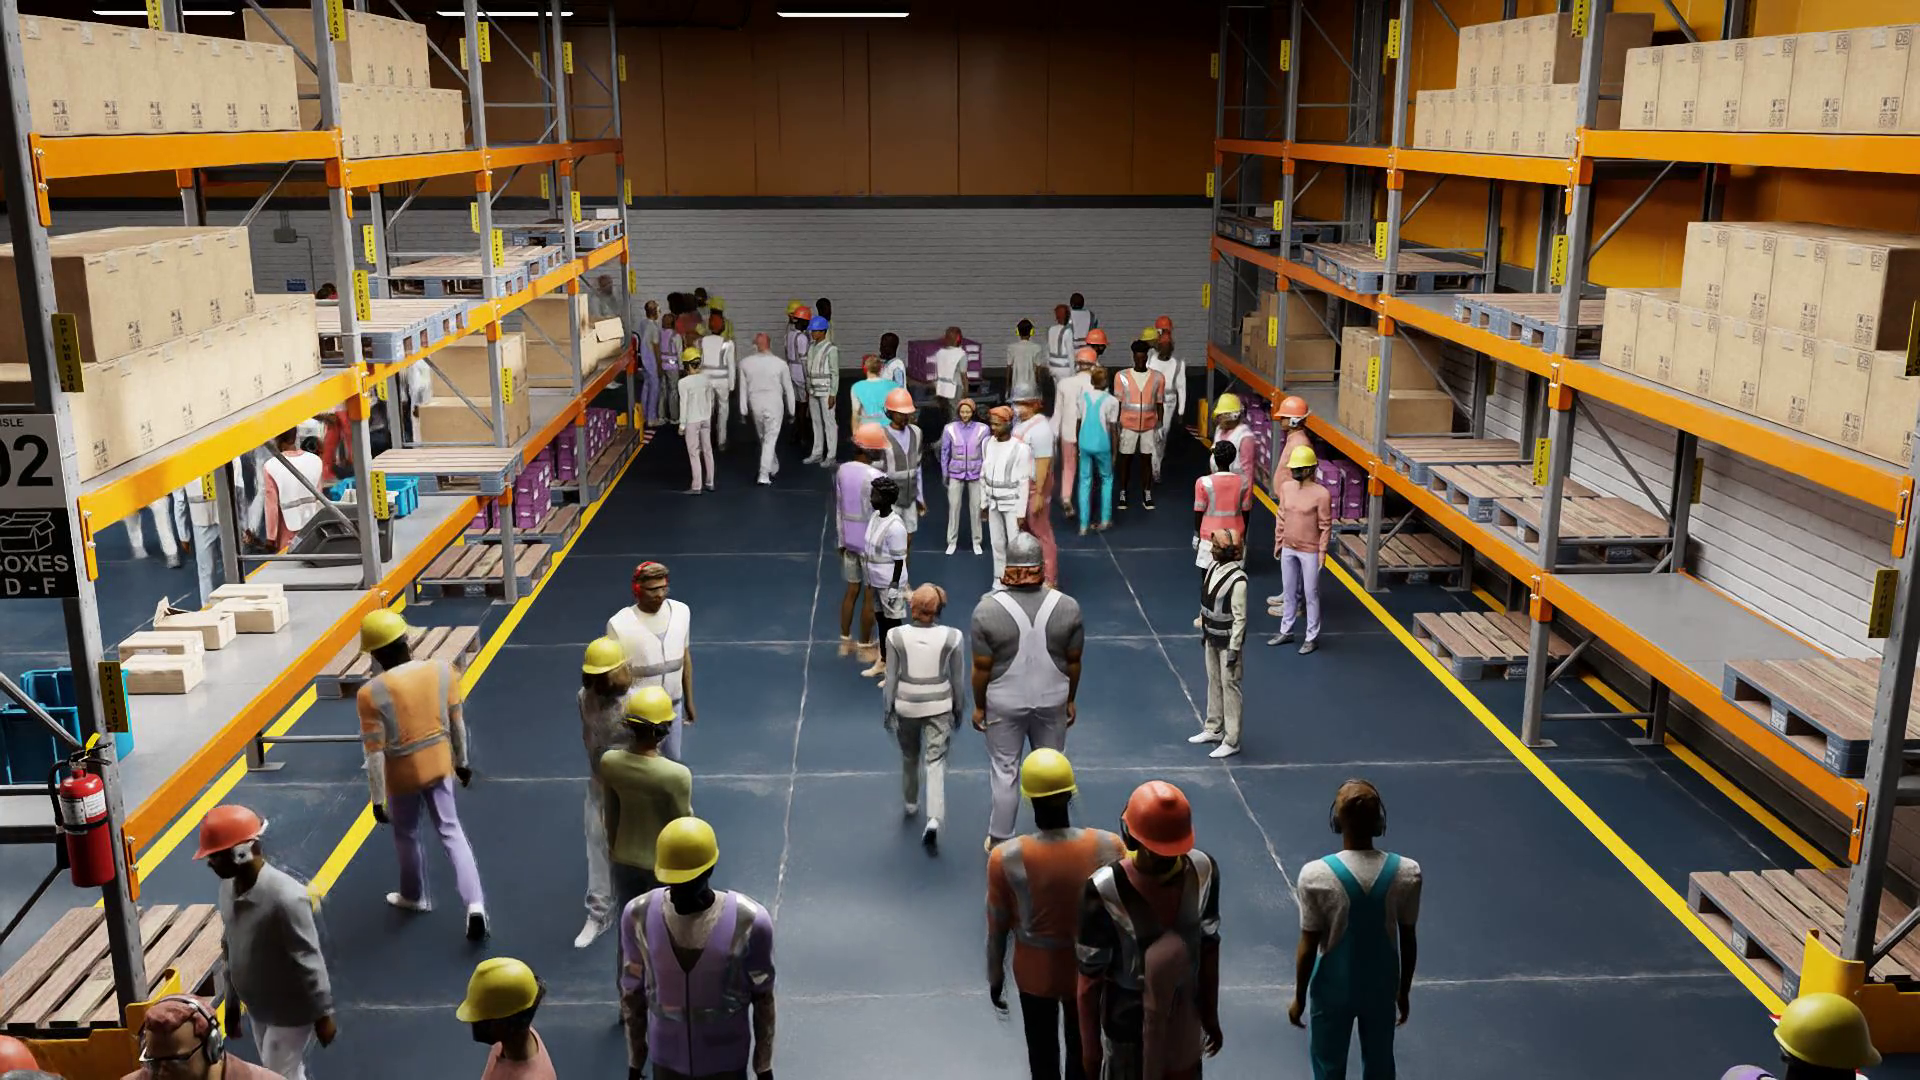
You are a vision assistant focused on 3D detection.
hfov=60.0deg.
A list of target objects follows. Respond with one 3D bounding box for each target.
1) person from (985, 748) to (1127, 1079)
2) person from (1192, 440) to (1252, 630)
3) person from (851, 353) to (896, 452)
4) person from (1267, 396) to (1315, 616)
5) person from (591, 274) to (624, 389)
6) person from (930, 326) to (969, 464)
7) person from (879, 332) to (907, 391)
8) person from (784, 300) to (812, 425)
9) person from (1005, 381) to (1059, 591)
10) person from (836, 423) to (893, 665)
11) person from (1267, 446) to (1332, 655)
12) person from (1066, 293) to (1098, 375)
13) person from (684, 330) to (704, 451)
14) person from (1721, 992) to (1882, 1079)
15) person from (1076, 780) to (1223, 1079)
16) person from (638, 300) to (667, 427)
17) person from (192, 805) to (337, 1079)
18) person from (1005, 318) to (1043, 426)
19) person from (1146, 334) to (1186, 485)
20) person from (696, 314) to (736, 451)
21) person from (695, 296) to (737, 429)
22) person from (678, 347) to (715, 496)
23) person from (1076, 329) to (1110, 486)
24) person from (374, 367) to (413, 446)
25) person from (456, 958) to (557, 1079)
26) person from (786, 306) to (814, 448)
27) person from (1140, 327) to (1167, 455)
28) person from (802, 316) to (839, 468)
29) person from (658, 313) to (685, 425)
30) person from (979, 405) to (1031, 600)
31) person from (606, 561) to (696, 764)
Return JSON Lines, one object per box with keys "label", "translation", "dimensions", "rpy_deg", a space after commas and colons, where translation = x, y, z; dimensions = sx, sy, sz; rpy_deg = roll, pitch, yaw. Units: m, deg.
{"label": "person", "translation": [0.398, 1.777, 7.013], "dimensions": [0.607, 1.899, 0.623], "rpy_deg": [-2, 14, -6]}
{"label": "person", "translation": [2.290, -0.035, 14.557], "dimensions": [0.536, 1.693, 0.319], "rpy_deg": [-3, 15, -12]}
{"label": "person", "translation": [-0.929, -1.188, 18.838], "dimensions": [0.578, 1.823, 0.727], "rpy_deg": [-9, 17, -31]}
{"label": "person", "translation": [2.987, -0.307, 15.013], "dimensions": [0.386, 1.992, 0.625], "rpy_deg": [3, 15, 10]}
{"label": "person", "translation": [-5.831, -3.461, 27.594], "dimensions": [0.401, 1.906, 0.653], "rpy_deg": [3, 15, 13]}
{"label": "person", "translation": [-0.127, -1.836, 21.385], "dimensions": [0.652, 1.805, 0.618], "rpy_deg": [-11, 18, -37]}
{"label": "person", "translation": [-0.810, -1.538, 20.001], "dimensions": [0.392, 1.918, 0.591], "rpy_deg": [-4, 15, -17]}
{"label": "person", "translation": [-2.368, -2.602, 24.354], "dimensions": [0.404, 1.826, 0.600], "rpy_deg": [-13, 19, -42]}
{"label": "person", "translation": [0.660, -0.516, 15.744], "dimensions": [0.607, 2.000, 0.710], "rpy_deg": [-5, 15, -17]}
{"label": "person", "translation": [-0.805, 0.032, 13.672], "dimensions": [0.384, 2.020, 0.711], "rpy_deg": [-13, 19, -41]}
{"label": "person", "translation": [2.851, 0.080, 13.953], "dimensions": [0.319, 1.767, 0.534], "rpy_deg": [-12, 19, -40]}
{"label": "person", "translation": [1.762, -2.812, 25.153], "dimensions": [0.630, 1.842, 0.429], "rpy_deg": [-5, 15, -17]}
{"label": "person", "translation": [-3.557, -2.014, 22.438], "dimensions": [0.267, 1.632, 0.507], "rpy_deg": [-4, 15, -17]}
{"label": "person", "translation": [2.500, 2.259, 5.076], "dimensions": [0.385, 1.925, 0.592], "rpy_deg": [-2, 14, -9]}
{"label": "person", "translation": [0.746, 1.867, 6.426], "dimensions": [0.617, 2.028, 0.409], "rpy_deg": [-6, 16, -24]}
{"label": "person", "translation": [-4.497, -2.563, 24.197], "dimensions": [0.348, 1.834, 0.556], "rpy_deg": [-11, 18, -37]}
{"label": "person", "translation": [-2.835, 1.908, 6.853], "dimensions": [0.583, 1.721, 0.407], "rpy_deg": [10, 18, 35]}
{"label": "person", "translation": [0.839, -1.970, 21.826], "dimensions": [0.507, 1.861, 0.327], "rpy_deg": [3, 15, 11]}
{"label": "person", "translation": [2.490, -1.649, 20.626], "dimensions": [0.589, 1.832, 1.026], "rpy_deg": [0, 14, -2]}
{"label": "person", "translation": [-3.296, -2.080, 22.240], "dimensions": [0.588, 1.865, 0.662], "rpy_deg": [4, 15, 17]}
{"label": "person", "translation": [-3.602, -2.603, 24.211], "dimensions": [0.655, 1.911, 0.761], "rpy_deg": [-10, 17, -34]}
{"label": "person", "translation": [-3.161, -1.407, 19.789], "dimensions": [0.331, 1.768, 0.526], "rpy_deg": [10, 17, 34]}
{"label": "person", "translation": [1.618, -1.611, 20.275], "dimensions": [0.381, 1.934, 0.546], "rpy_deg": [-3, 15, -12]}
{"label": "person", "translation": [-7.529, -2.162, 22.439], "dimensions": [0.877, 1.912, 0.617], "rpy_deg": [8, 16, 28]}
{"label": "person", "translation": [-1.480, 2.210, 5.594], "dimensions": [0.316, 1.766, 0.533], "rpy_deg": [-7, 16, -26]}
{"label": "person", "translation": [-2.150, -2.215, 22.637], "dimensions": [0.368, 1.929, 0.542], "rpy_deg": [-8, 16, -29]}
{"label": "person", "translation": [2.575, -1.971, 22.092], "dimensions": [0.390, 1.728, 0.538], "rpy_deg": [9, 17, 32]}
{"label": "person", "translation": [-1.787, -1.912, 21.410], "dimensions": [0.391, 1.948, 0.605], "rpy_deg": [-13, 19, -41]}
{"label": "person", "translation": [-4.252, -2.504, 24.374], "dimensions": [0.517, 1.630, 0.322], "rpy_deg": [12, 18, 38]}
{"label": "person", "translation": [0.415, -0.309, 15.275], "dimensions": [0.354, 1.877, 0.570], "rpy_deg": [-13, 19, -41]}
{"label": "person", "translation": [-1.890, 1.005, 10.190], "dimensions": [0.562, 1.835, 0.387], "rpy_deg": [-13, 19, -42]}
